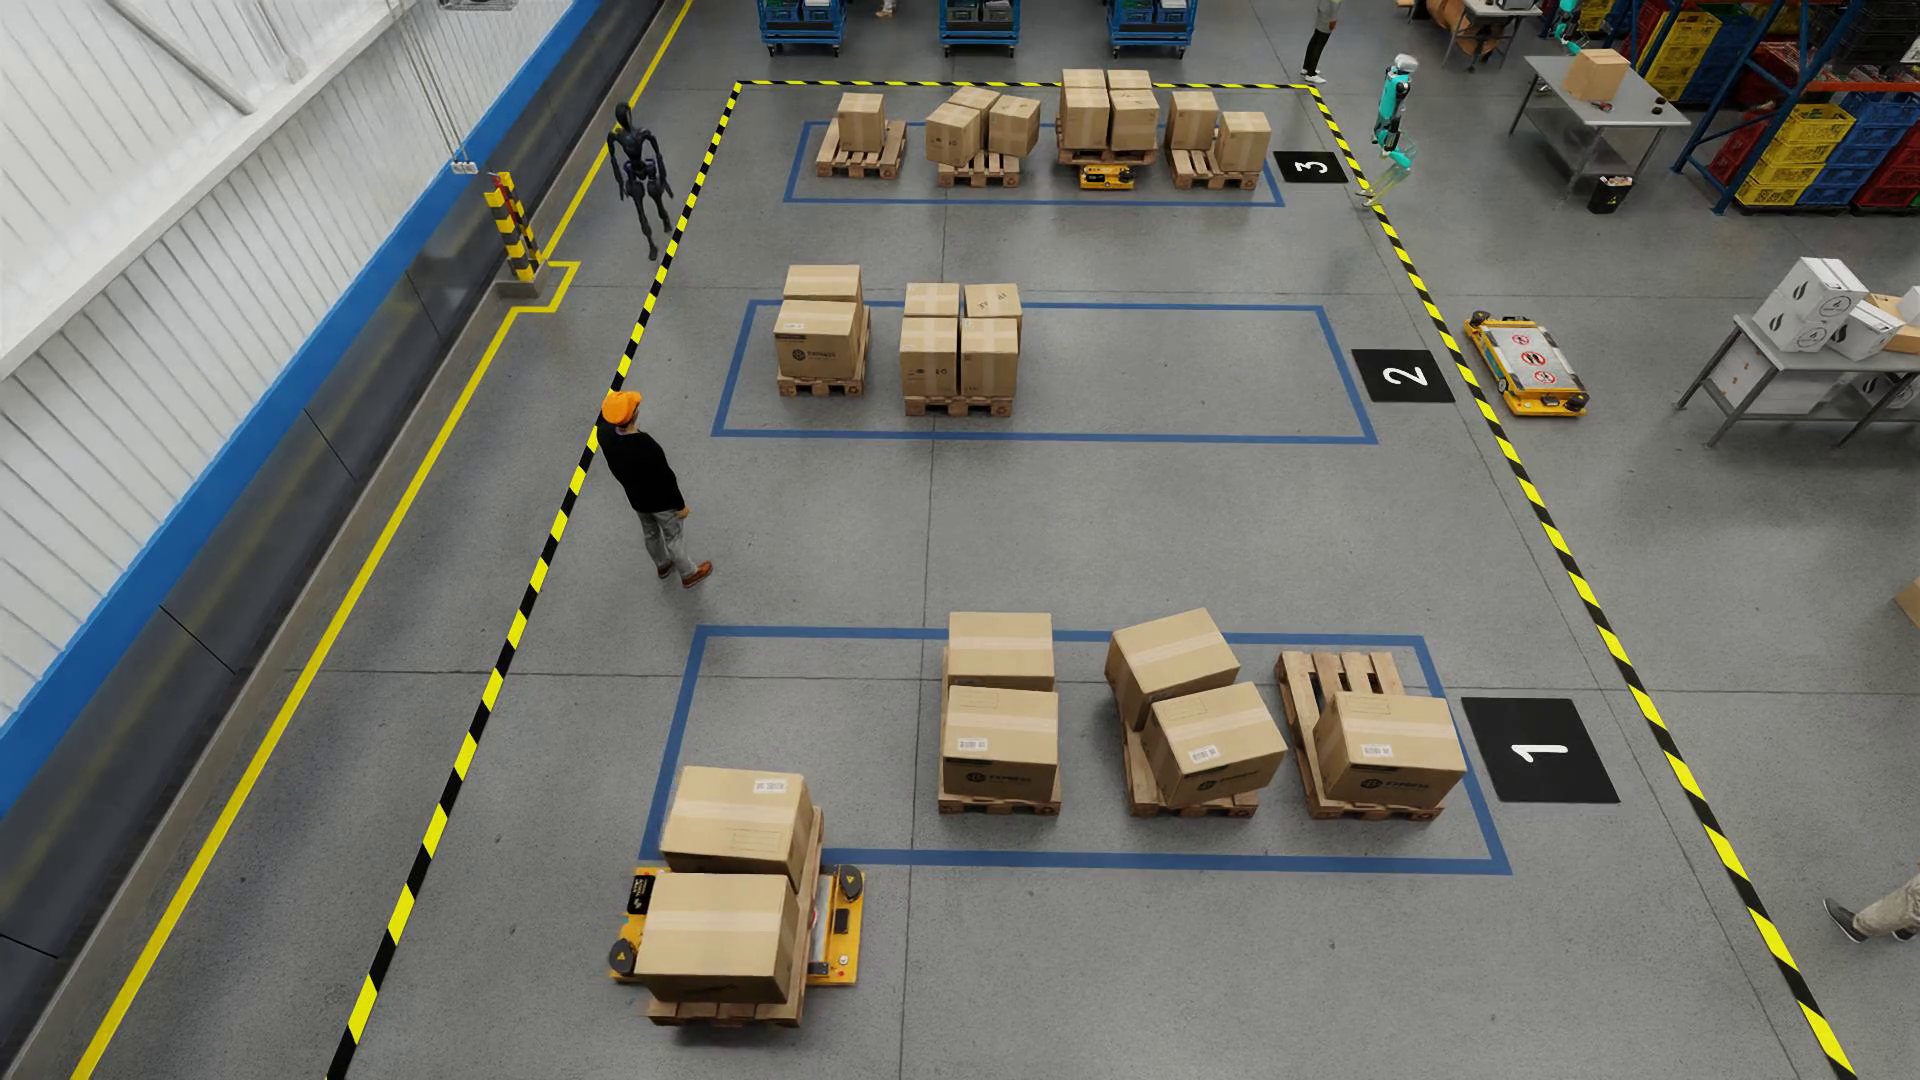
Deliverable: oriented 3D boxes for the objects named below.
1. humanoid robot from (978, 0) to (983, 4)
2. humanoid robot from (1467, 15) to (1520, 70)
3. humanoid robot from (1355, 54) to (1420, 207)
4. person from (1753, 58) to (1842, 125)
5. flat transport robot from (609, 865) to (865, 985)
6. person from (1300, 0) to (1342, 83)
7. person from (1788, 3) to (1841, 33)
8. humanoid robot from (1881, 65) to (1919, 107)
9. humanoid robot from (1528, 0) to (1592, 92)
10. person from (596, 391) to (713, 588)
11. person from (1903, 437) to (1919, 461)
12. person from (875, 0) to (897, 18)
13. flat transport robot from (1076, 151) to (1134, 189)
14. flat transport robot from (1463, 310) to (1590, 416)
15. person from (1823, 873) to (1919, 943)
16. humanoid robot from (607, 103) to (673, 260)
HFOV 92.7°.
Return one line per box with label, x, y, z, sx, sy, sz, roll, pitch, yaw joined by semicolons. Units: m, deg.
humanoid robot;0.360;-8.843;14.263;0.478;1.645;0.611;10;50;9
humanoid robot;7.903;-7.765;13.373;0.610;1.619;0.855;21;52;18
humanoid robot;5.056;-4.667;10.511;0.735;1.681;0.533;1;49;1
person;11.106;-6.174;11.717;0.719;2.024;0.623;5;49;5
flat transport robot;-1.317;2.299;5.525;1.431;0.197;0.652;1;49;1
person;5.242;-7.490;12.968;0.361;1.852;0.596;1;49;1
person;12.192;-7.627;13.013;0.613;1.963;0.361;28;55;22
humanoid robot;13.358;-6.805;12.486;0.546;1.843;0.678;23;53;19
humanoid robot;8.468;-7.062;12.586;0.735;1.677;0.533;1;49;1
person;-2.265;-0.342;6.761;0.589;1.884;0.356;22;53;18
person;8.901;-1.310;7.577;0.378;1.925;0.683;-22;53;-18
person;-1.218;-9.363;14.602;0.429;1.838;0.621;11;50;9
flat transport robot;1.845;-4.982;11.827;0.652;0.197;1.431;1;49;1
flat transport robot;5.573;-1.757;9.054;0.659;0.231;1.431;1;49;1
person;5.588;1.808;4.975;0.560;1.769;0.399;1;49;1
humanoid robot;-3.488;-3.993;10.093;0.583;1.654;0.738;-6;49;-5
